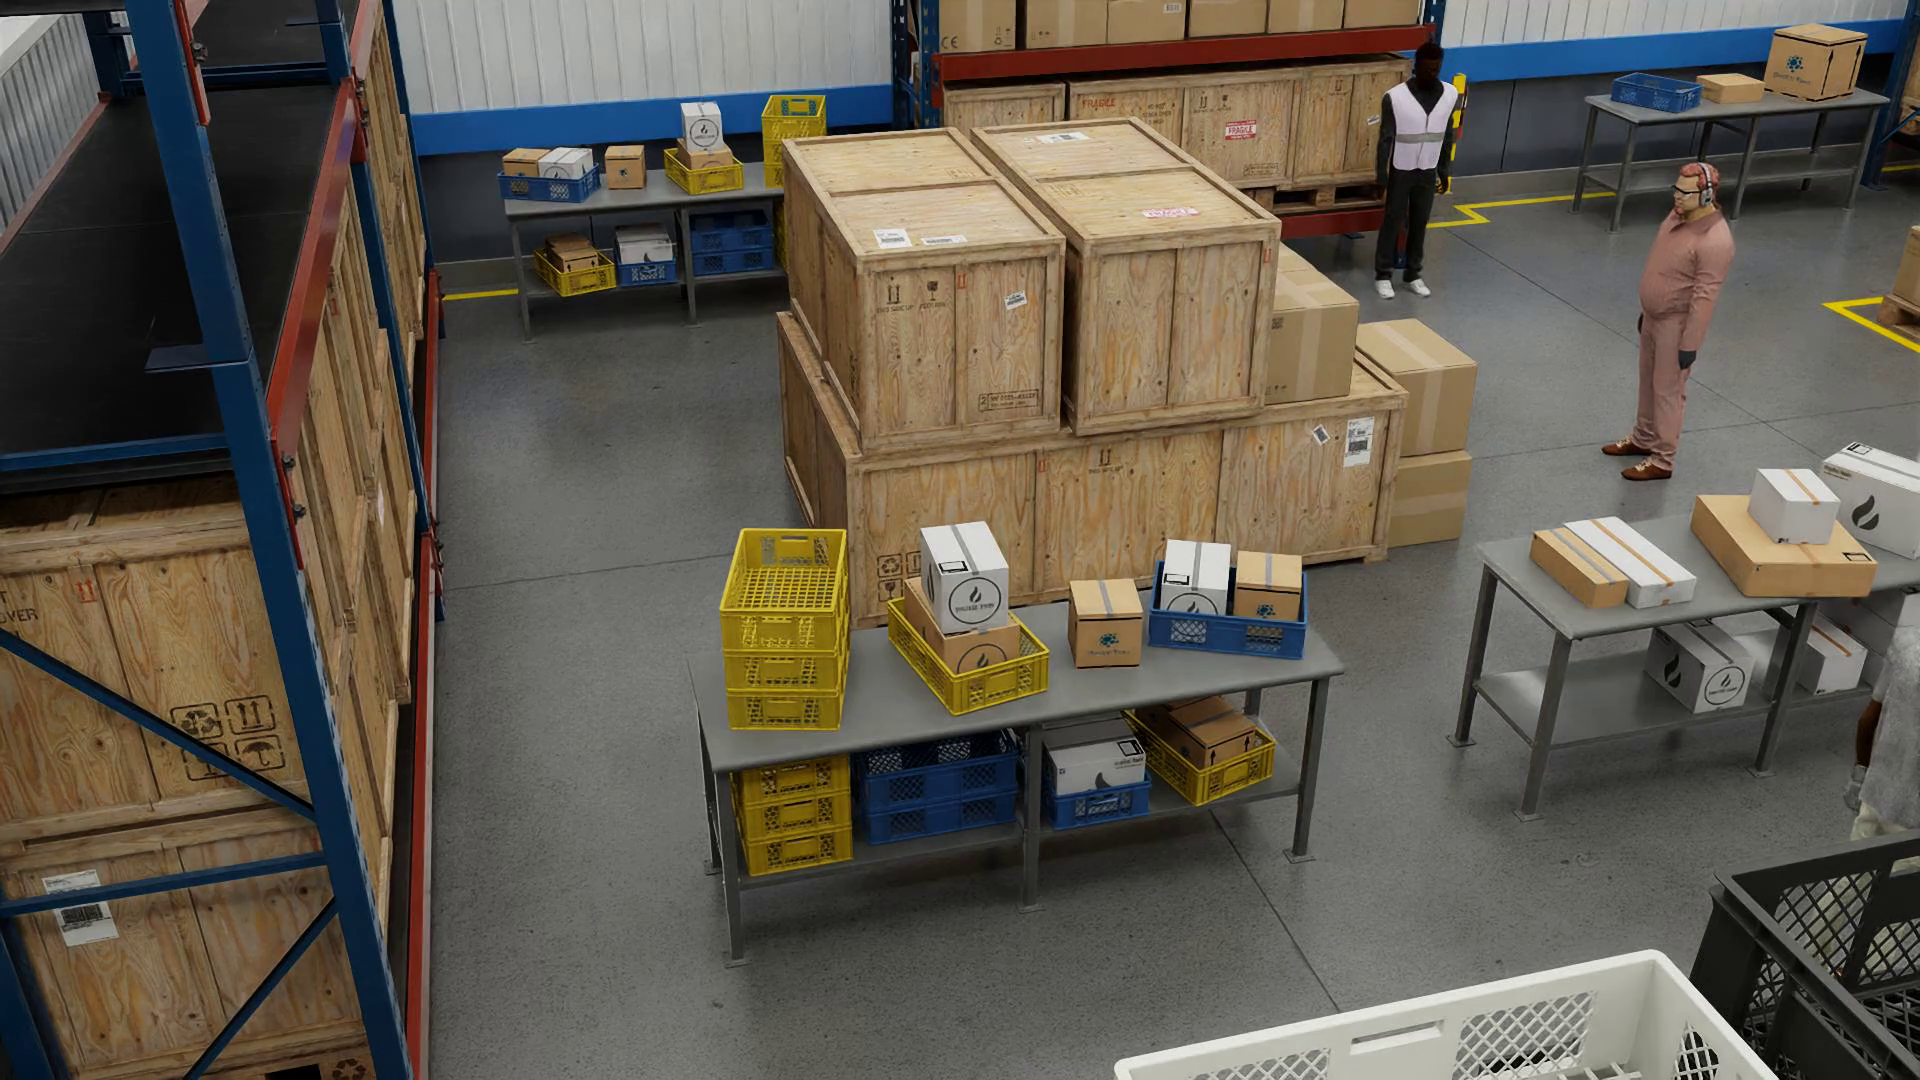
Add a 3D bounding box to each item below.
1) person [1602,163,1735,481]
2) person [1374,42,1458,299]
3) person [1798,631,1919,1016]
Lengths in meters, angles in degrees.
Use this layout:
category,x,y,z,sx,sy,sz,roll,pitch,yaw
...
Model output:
category,x,y,z,sx,sy,sz,roll,pitch,yaw
person,4.147,-1.269,9.723,0.400,1.900,0.648,0,29,-1
person,3.369,-2.754,12.405,0.598,1.910,0.402,-7,30,-13
person,3.278,0.932,5.758,0.335,1.865,0.520,-5,29,-9
